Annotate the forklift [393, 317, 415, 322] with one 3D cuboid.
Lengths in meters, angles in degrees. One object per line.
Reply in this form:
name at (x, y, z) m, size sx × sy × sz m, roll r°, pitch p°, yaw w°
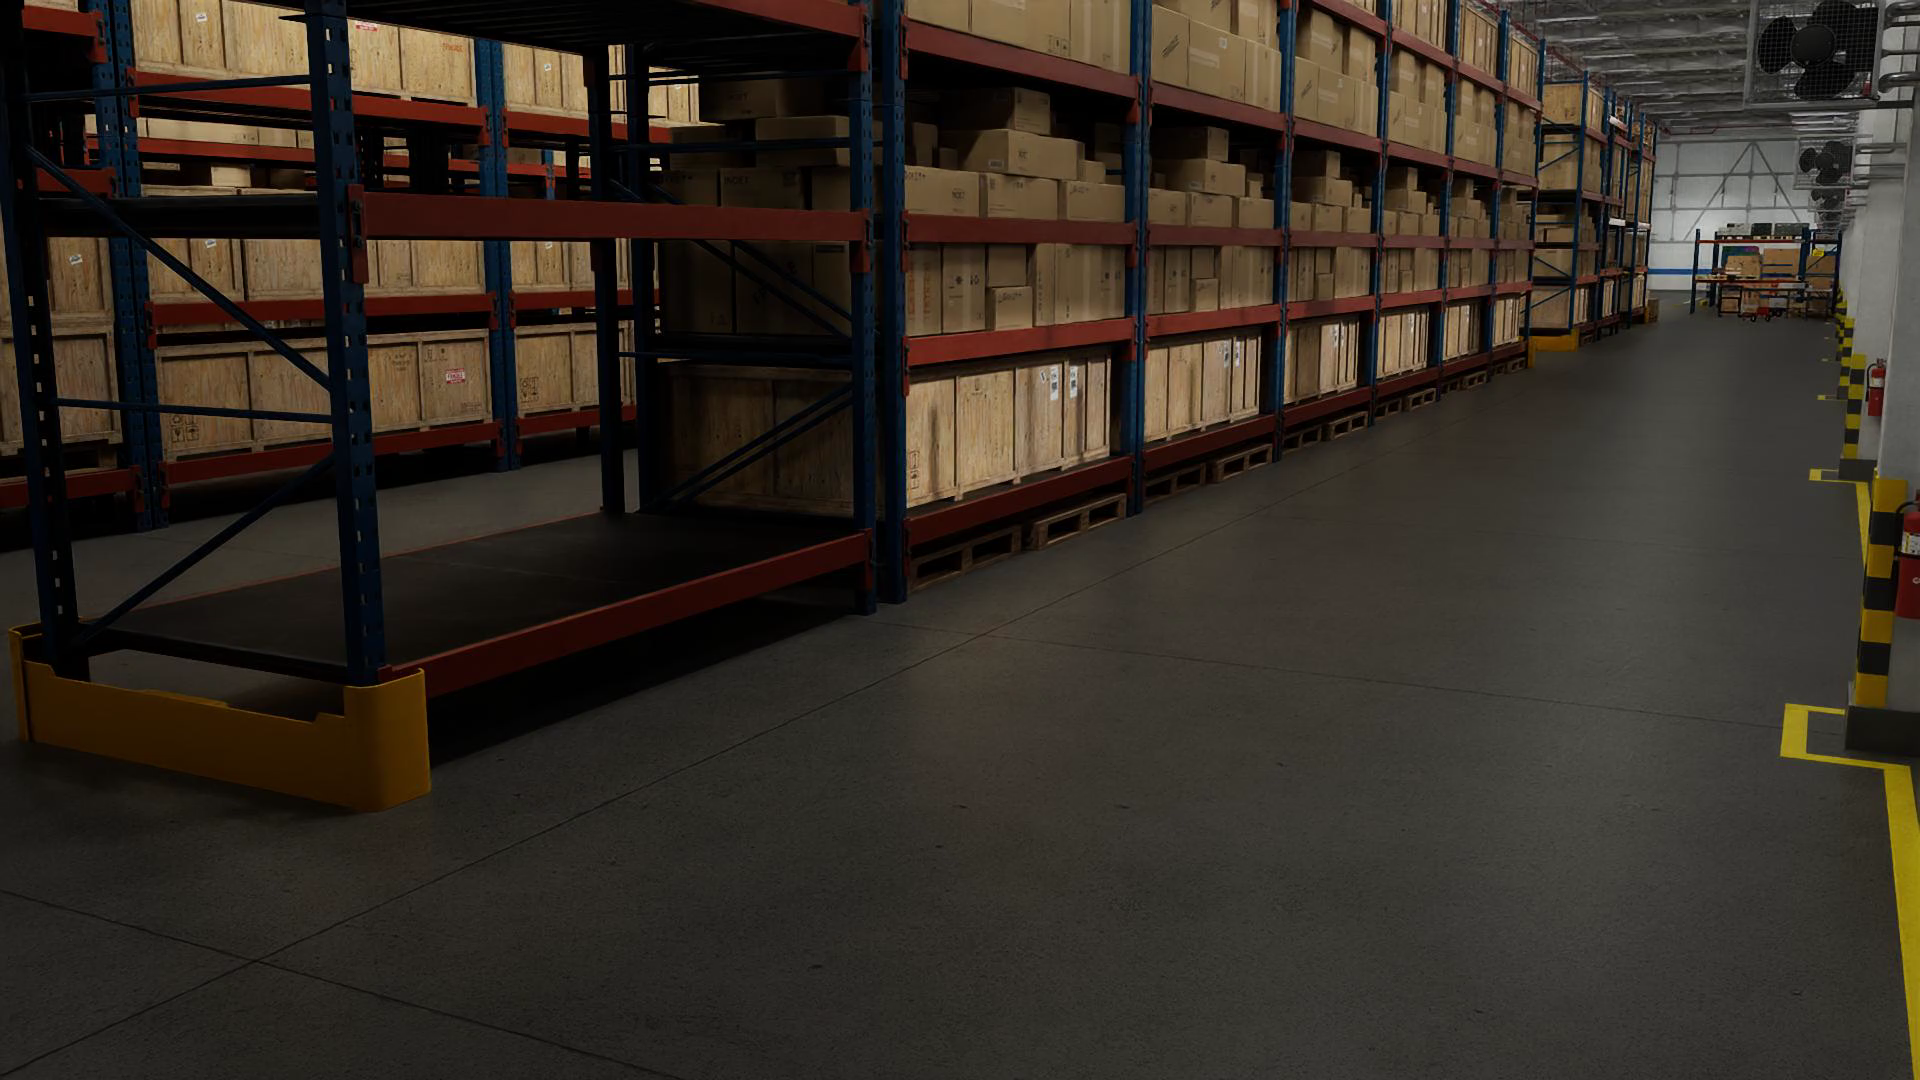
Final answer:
forklift at (-10.321, -4.264, 29.033) m, size 1.129 × 2.768 × 1.873 m, roll 5°, pitch 11°, yaw 27°
